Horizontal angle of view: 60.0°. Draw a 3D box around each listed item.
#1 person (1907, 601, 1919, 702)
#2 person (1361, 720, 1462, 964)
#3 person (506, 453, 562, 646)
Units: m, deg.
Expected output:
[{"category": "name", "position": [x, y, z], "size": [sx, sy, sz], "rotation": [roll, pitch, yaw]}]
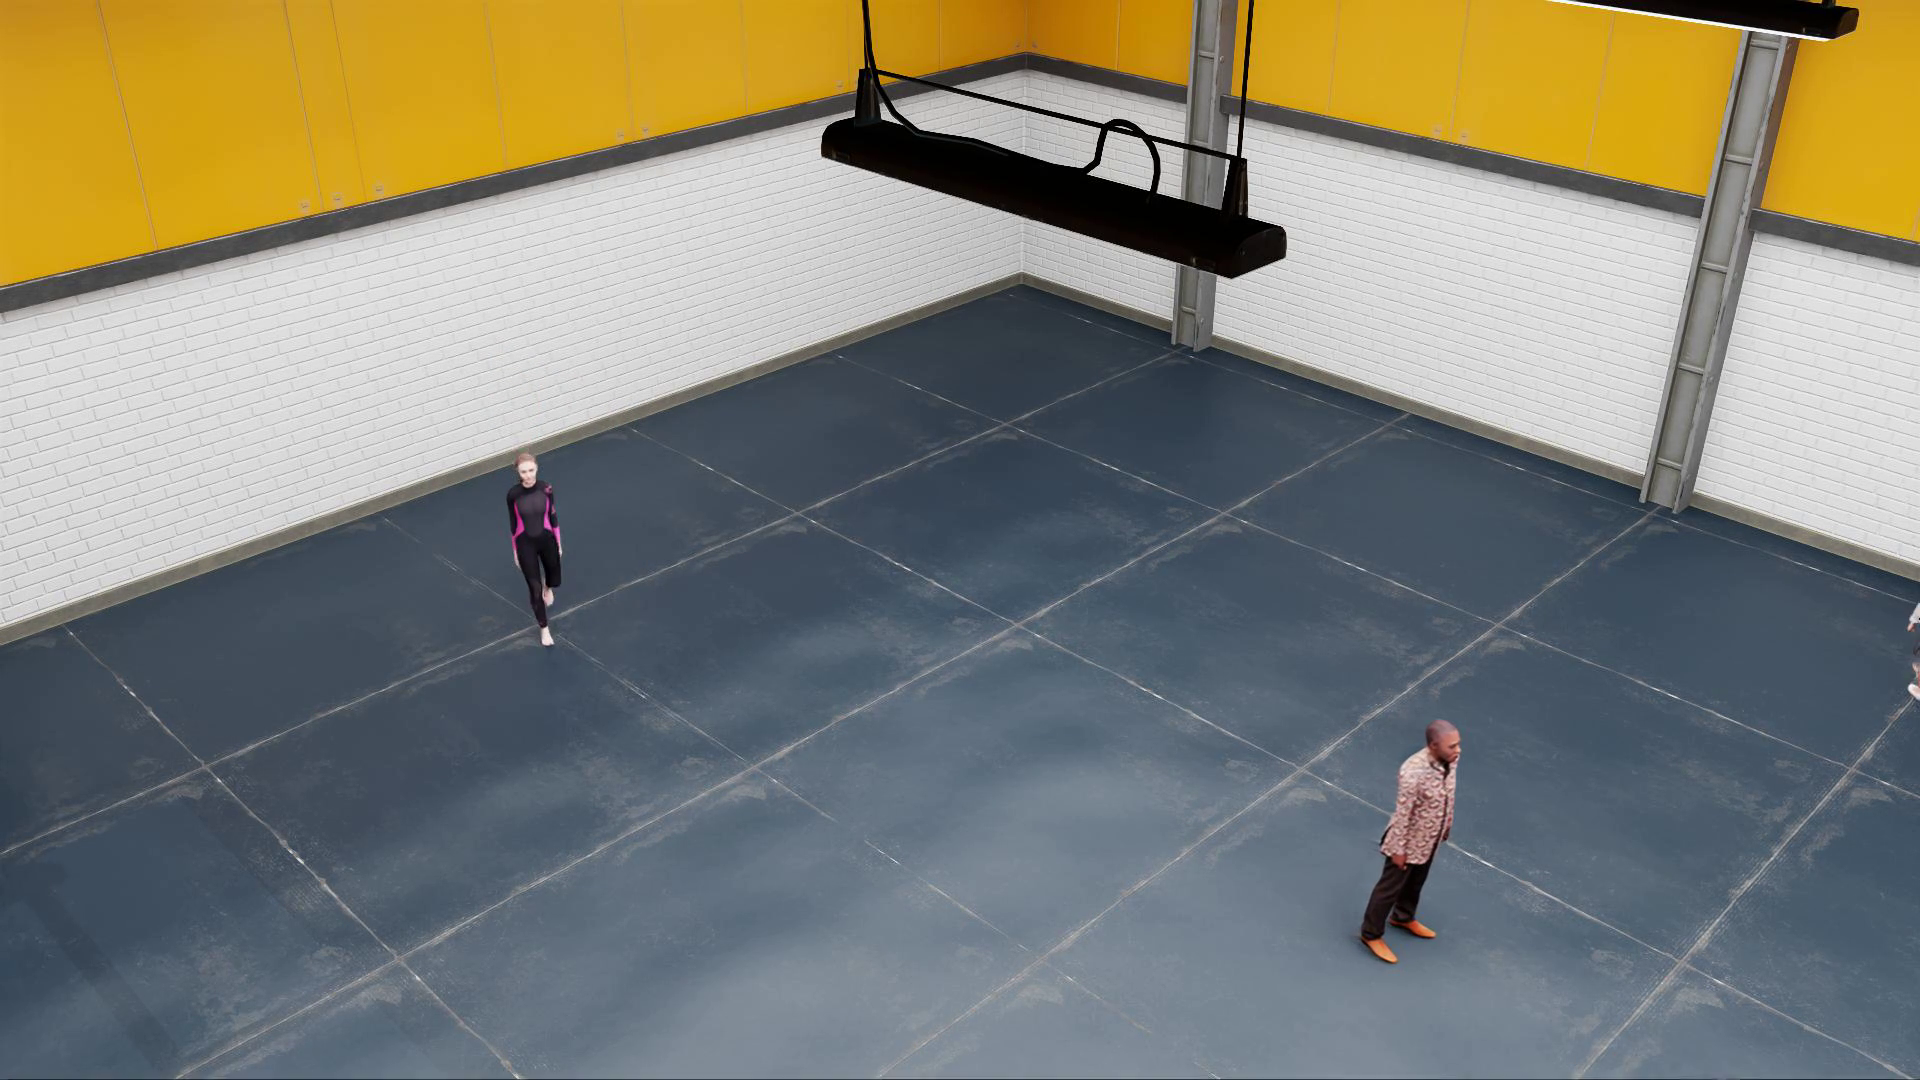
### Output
[{"category": "person", "position": [7.885, 0.730, 13.376], "size": [0.766, 1.263, 0.810], "rotation": [3, 29, 6]}, {"category": "person", "position": [2.912, 1.891, 10.691], "size": [0.731, 1.796, 0.654], "rotation": [-20, 34, -32]}, {"category": "person", "position": [-3.621, 0.028, 14.176], "size": [0.785, 1.731, 0.974], "rotation": [-10, 30, -18]}]
